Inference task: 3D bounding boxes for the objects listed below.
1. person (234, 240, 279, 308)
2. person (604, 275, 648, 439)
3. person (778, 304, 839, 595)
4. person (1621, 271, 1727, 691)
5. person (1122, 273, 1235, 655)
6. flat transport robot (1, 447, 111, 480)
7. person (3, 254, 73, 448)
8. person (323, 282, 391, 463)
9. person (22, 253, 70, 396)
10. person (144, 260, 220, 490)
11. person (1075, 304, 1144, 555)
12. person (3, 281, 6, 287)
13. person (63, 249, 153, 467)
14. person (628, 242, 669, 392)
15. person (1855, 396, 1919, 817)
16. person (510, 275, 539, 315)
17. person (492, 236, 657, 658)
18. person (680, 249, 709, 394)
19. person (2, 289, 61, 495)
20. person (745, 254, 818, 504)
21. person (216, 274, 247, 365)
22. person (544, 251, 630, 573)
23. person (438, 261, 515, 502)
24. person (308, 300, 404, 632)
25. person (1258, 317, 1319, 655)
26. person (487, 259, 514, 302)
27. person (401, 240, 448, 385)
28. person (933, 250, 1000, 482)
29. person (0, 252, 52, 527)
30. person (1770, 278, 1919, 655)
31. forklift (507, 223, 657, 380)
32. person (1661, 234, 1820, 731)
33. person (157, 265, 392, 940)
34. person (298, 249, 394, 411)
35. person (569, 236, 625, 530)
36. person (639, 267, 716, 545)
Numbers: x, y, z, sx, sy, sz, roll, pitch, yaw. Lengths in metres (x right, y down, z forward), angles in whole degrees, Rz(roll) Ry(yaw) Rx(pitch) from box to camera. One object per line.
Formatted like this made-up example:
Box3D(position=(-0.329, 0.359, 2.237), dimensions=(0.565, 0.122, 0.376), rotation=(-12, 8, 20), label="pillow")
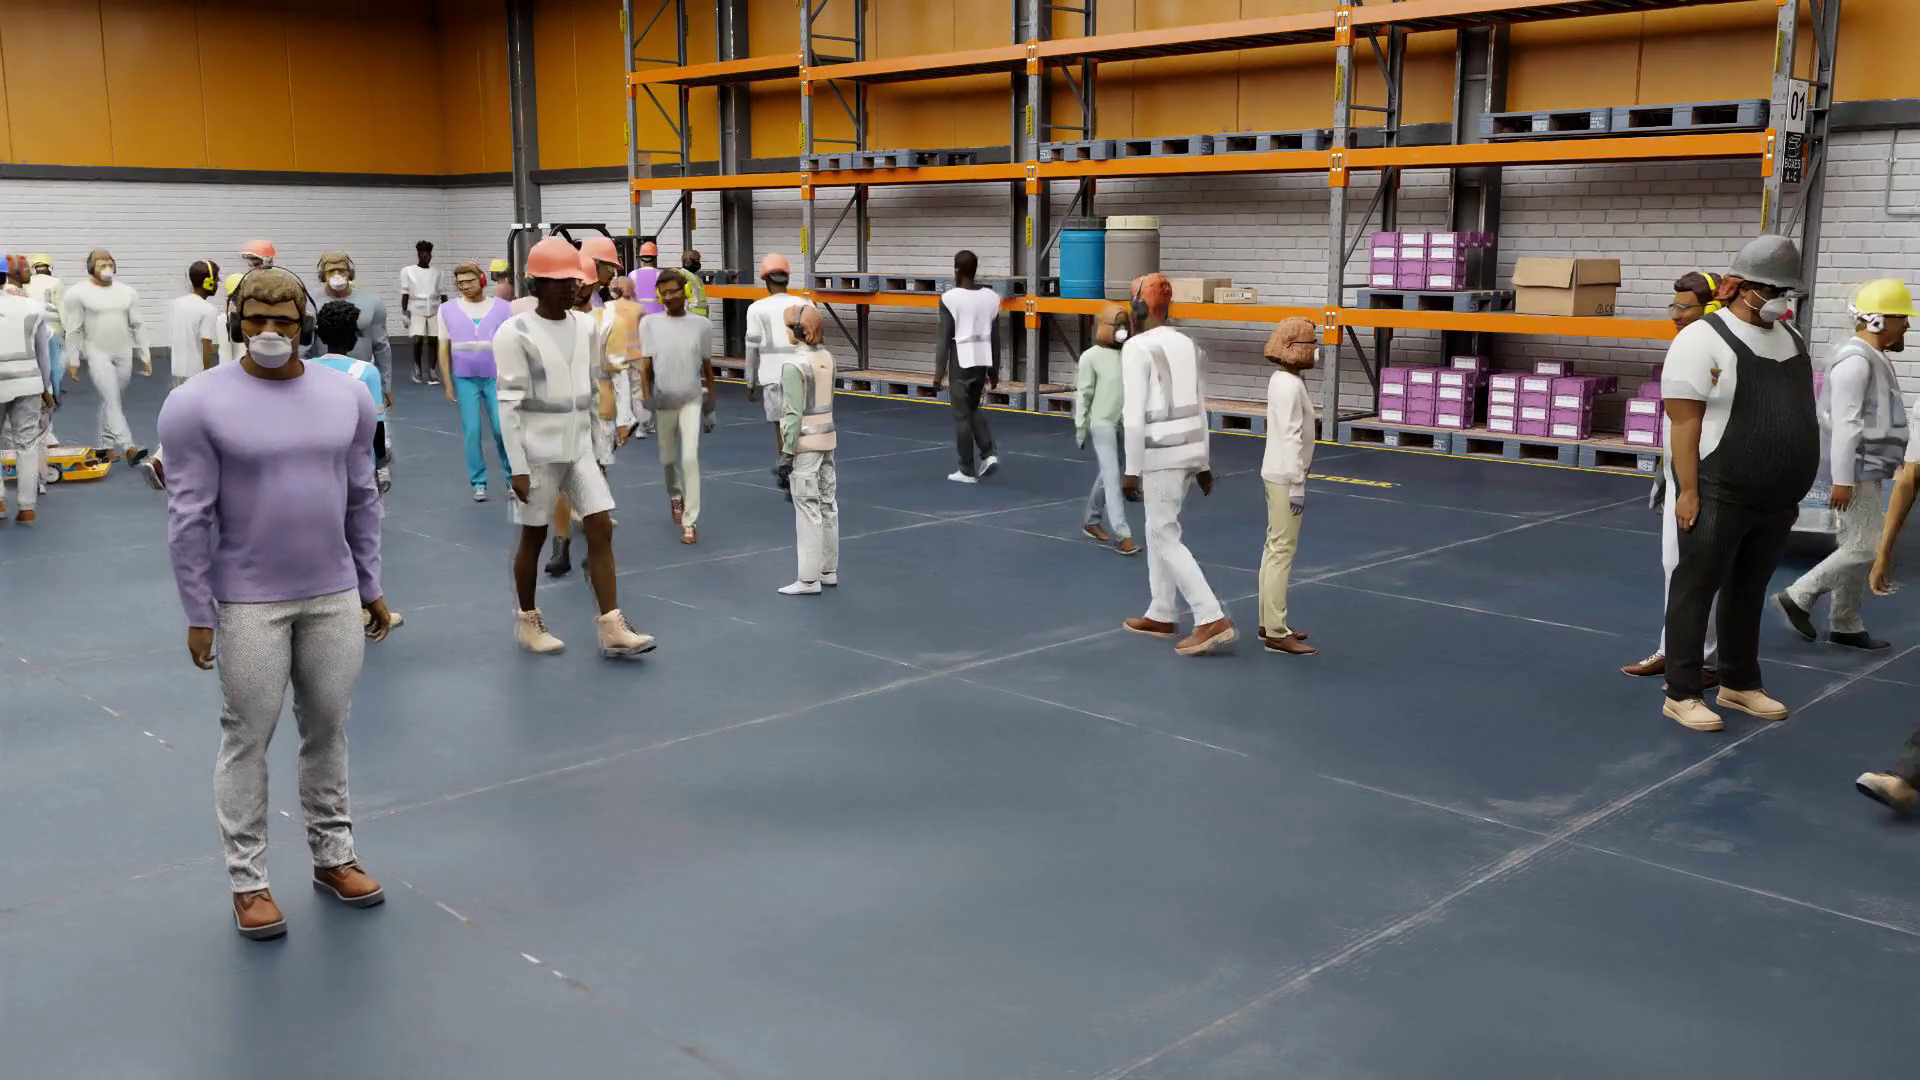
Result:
Box3D(position=(-6.889, -2.014, 16.704), dimensions=(0.658, 1.965, 0.841), rotation=(6, 12, 29), label="person")
Box3D(position=(-3.281, -1.785, 16.390), dimensions=(0.577, 1.629, 0.360), rotation=(-6, 12, -31), label="person")
Box3D(position=(-0.857, -0.505, 9.391), dimensions=(0.310, 1.642, 0.514), rotation=(4, 11, 21), label="person")
Box3D(position=(3.252, -0.249, 7.386), dimensions=(0.309, 1.864, 0.535), rotation=(-2, 11, -10), label="person")
Box3D(position=(1.097, -0.378, 8.170), dimensions=(0.717, 1.849, 0.600), rotation=(8, 13, 37), label="person")
Box3D(position=(-7.825, -0.611, 13.704), dimensions=(1.431, 0.197, 0.652), rotation=(-4, 11, -22), label="flat transport robot")
Box3D(position=(-8.594, -1.664, 15.115), dimensions=(0.798, 1.862, 0.582), rotation=(-7, 12, -33), label="person")
Box3D(position=(-5.201, -1.446, 14.311), dimensions=(0.553, 1.705, 0.436), rotation=(-10, 14, -43), label="person")
Box3D(position=(-11.385, -2.685, 20.816), dimensions=(0.632, 1.802, 0.429), rotation=(2, 11, 13), label="person")
Box3D(position=(-6.021, -1.253, 12.950), dimensions=(0.533, 1.832, 0.635), rotation=(6, 12, 28), label="person")
Box3D(position=(1.000, -0.727, 10.752), dimensions=(0.515, 1.584, 0.872), rotation=(-6, 12, -29), label="person")
Box3D(position=(-12.179, -2.770, 20.772), dimensions=(0.381, 1.994, 0.620), rotation=(4, 11, 21), label="person")
Box3D(position=(-7.421, -1.591, 14.622), dimensions=(0.985, 1.888, 0.655), rotation=(7, 13, 35), label="person")
Box3D(position=(-3.957, -2.834, 21.282), dimensions=(0.545, 1.938, 0.362), rotation=(0, 10, 2), label="person")
Box3D(position=(3.498, 0.064, 5.867), dimensions=(0.967, 1.791, 0.527), rotation=(-5, 12, -27), label="person")
Box3D(position=(-3.974, -1.714, 15.662), dimensions=(0.535, 1.751, 0.384), rotation=(-2, 11, -13), label="person")
Box3D(position=(-1.827, -0.404, 7.836), dimensions=(0.932, 2.004, 0.652), rotation=(8, 13, 37), label="person")
Box3D(position=(-3.417, -2.779, 21.242), dimensions=(0.429, 1.844, 0.624), rotation=(1, 10, 6), label="person")
Box3D(position=(-7.180, -1.118, 12.793), dimensions=(0.526, 1.620, 0.641), rotation=(-9, 14, -41), label="person")
Box3D(position=(-1.388, -1.257, 12.852), dimensions=(0.556, 1.870, 1.012), rotation=(-4, 11, -21), label="person")
Box3D(position=(-5.850, -1.349, 13.816), dimensions=(0.540, 1.711, 0.867), rotation=(-6, 12, -30), label="person")
Box3D(position=(-2.269, -0.745, 9.921), dimensions=(0.577, 1.918, 0.701), rotation=(0, 10, 0), label="person")
Box3D(position=(-3.660, -1.206, 12.706), dimensions=(0.593, 1.819, 0.467), rotation=(-3, 11, -15), label="person")
Box3D(position=(-3.149, -0.372, 8.511), dimensions=(0.537, 1.695, 0.320), rotation=(3, 11, 18), label="person")
Box3D(position=(1.609, -0.268, 8.119), dimensions=(0.285, 1.633, 0.500), rotation=(1, 10, 5), label="person")
Box3D(position=(-5.861, -2.757, 21.479), dimensions=(0.909, 1.730, 0.534), rotation=(0, 10, -2), label="person")
Box3D(position=(-7.225, -3.070, 22.501), dimensions=(0.642, 1.954, 0.405), rotation=(-7, 13, -34), label="person")
Box3D(position=(0.057, -1.409, 13.619), dimensions=(0.591, 1.905, 0.445), rotation=(-9, 14, -40), label="person")
Box3D(position=(-6.663, -1.056, 11.606), dimensions=(0.615, 1.923, 0.586), rotation=(-8, 13, -38), label="person")
Box3D(position=(4.304, -0.342, 8.009), dimensions=(0.451, 1.816, 0.622), rotation=(8, 13, 36), label="person")
Box3D(position=(-5.316, -3.263, 22.920), dimensions=(2.313, 2.155, 1.214), rotation=(-10, 14, -44), label="forklift")
Box3D(position=(3.247, -0.239, 6.847), dimensions=(0.679, 2.000, 0.537), rotation=(-5, 11, -24), label="person")
Box3D(position=(-1.973, 0.174, 4.883), dimensions=(0.369, 1.936, 0.630), rotation=(10, 14, 43), label="person")
Box3D(position=(-4.262, -1.042, 11.530), dimensions=(0.662, 1.922, 0.454), rotation=(-5, 12, -27), label="person")
Box3D(position=(-2.492, -1.053, 11.352), dimensions=(0.445, 2.015, 0.641), rotation=(0, 10, 0), label="person")
Box3D(position=(-1.909, -0.930, 11.244), dimensions=(0.500, 1.829, 0.934), rotation=(-1, 10, -7), label="person")
